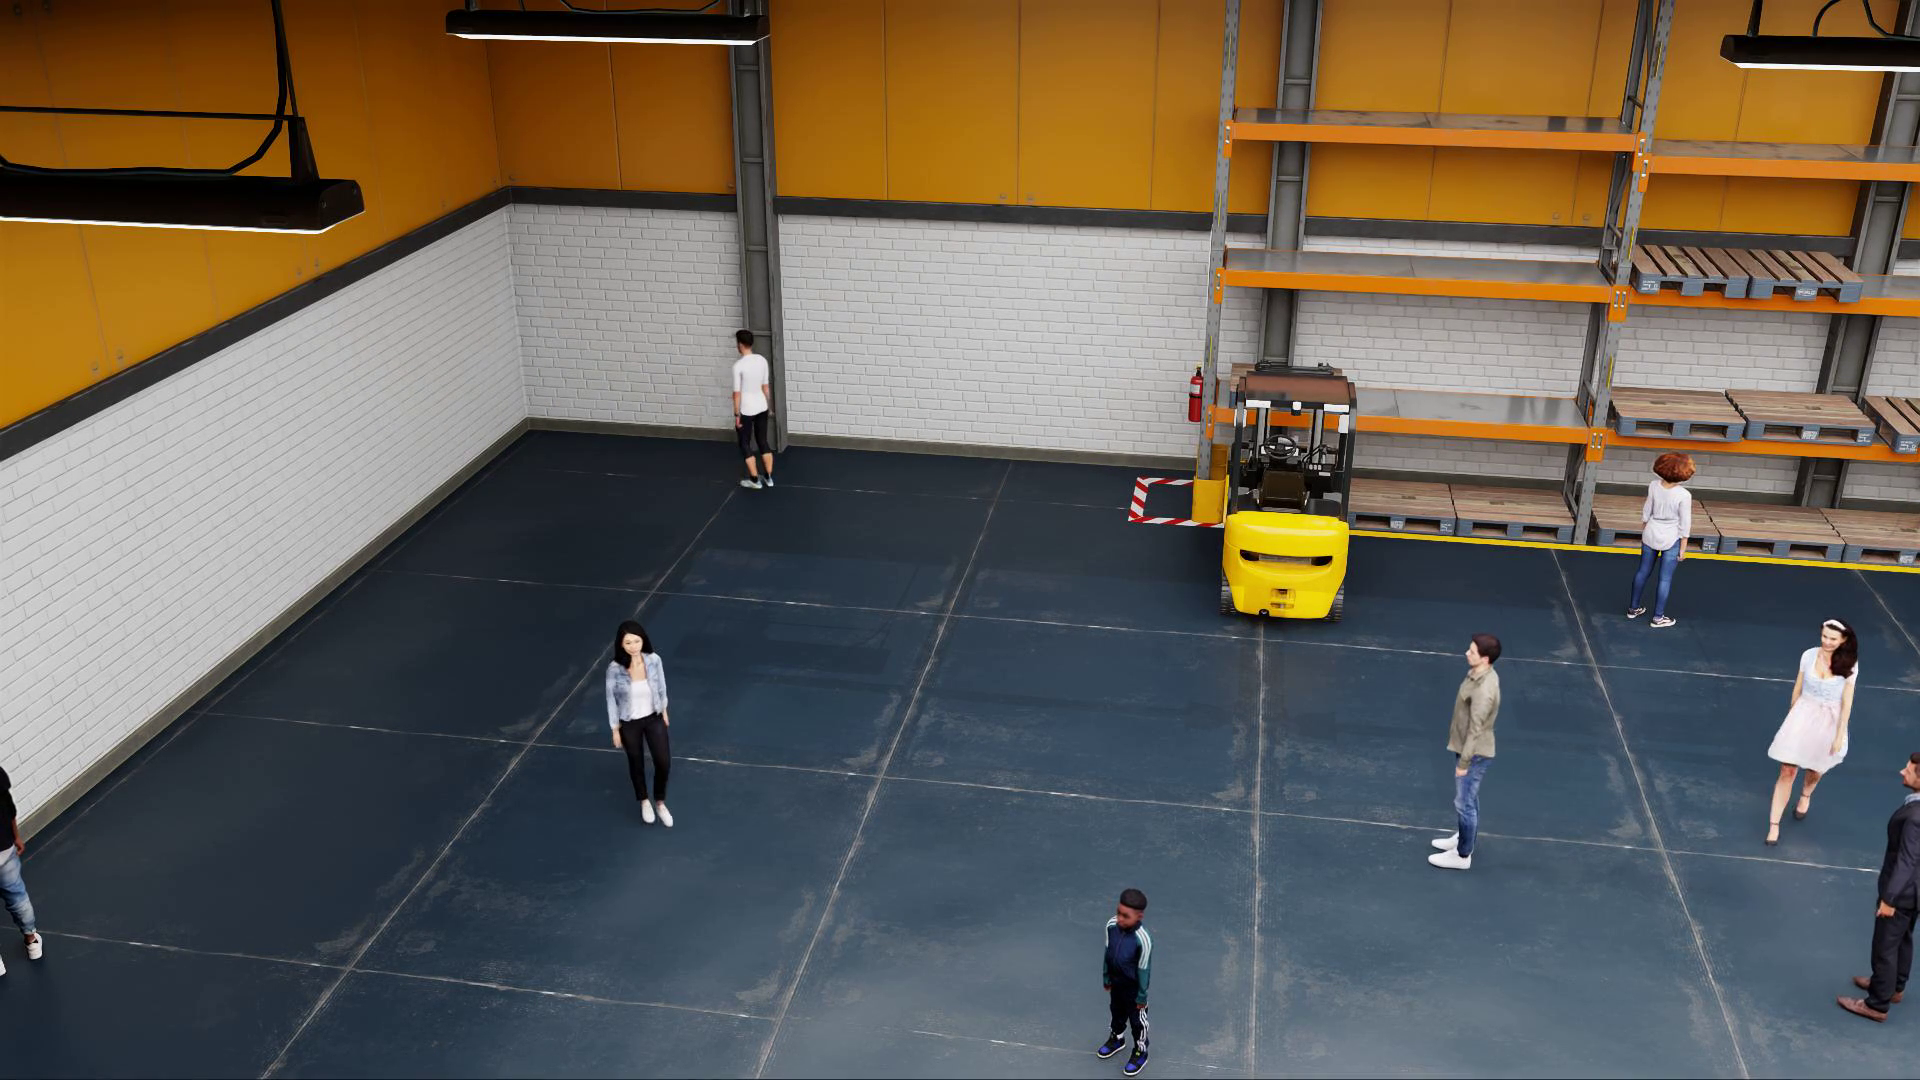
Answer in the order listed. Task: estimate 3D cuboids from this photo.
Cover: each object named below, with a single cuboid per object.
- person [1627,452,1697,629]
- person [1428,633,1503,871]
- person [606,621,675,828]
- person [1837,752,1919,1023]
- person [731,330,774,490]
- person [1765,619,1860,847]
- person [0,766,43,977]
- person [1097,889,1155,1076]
[{"bbox_3d":[6.629,-0.027,15.708,0.810,1.711,0.755,-15,28,-30],"label":"person"},{"bbox_3d":[3.717,1.510,11.998,0.627,1.867,0.721,7,24,15],"label":"person"},{"bbox_3d":[-2.437,1.350,12.574,0.748,1.697,0.823,-11,26,-23],"label":"person"},{"bbox_3d":[5.948,2.175,10.480,0.759,1.864,0.734,20,31,39],"label":"person"},{"bbox_3d":[-2.354,-1.471,18.851,0.822,1.838,0.844,-21,31,-39],"label":"person"},{"bbox_3d":[6.398,1.393,12.390,1.207,1.765,1.052,16,28,32],"label":"person"},{"bbox_3d":[-6.420,2.021,10.894,0.786,1.815,0.808,-21,31,-39],"label":"person"},{"bbox_3d":[1.032,2.658,10.135,0.630,1.255,0.552,-20,31,-39],"label":"person"}]
